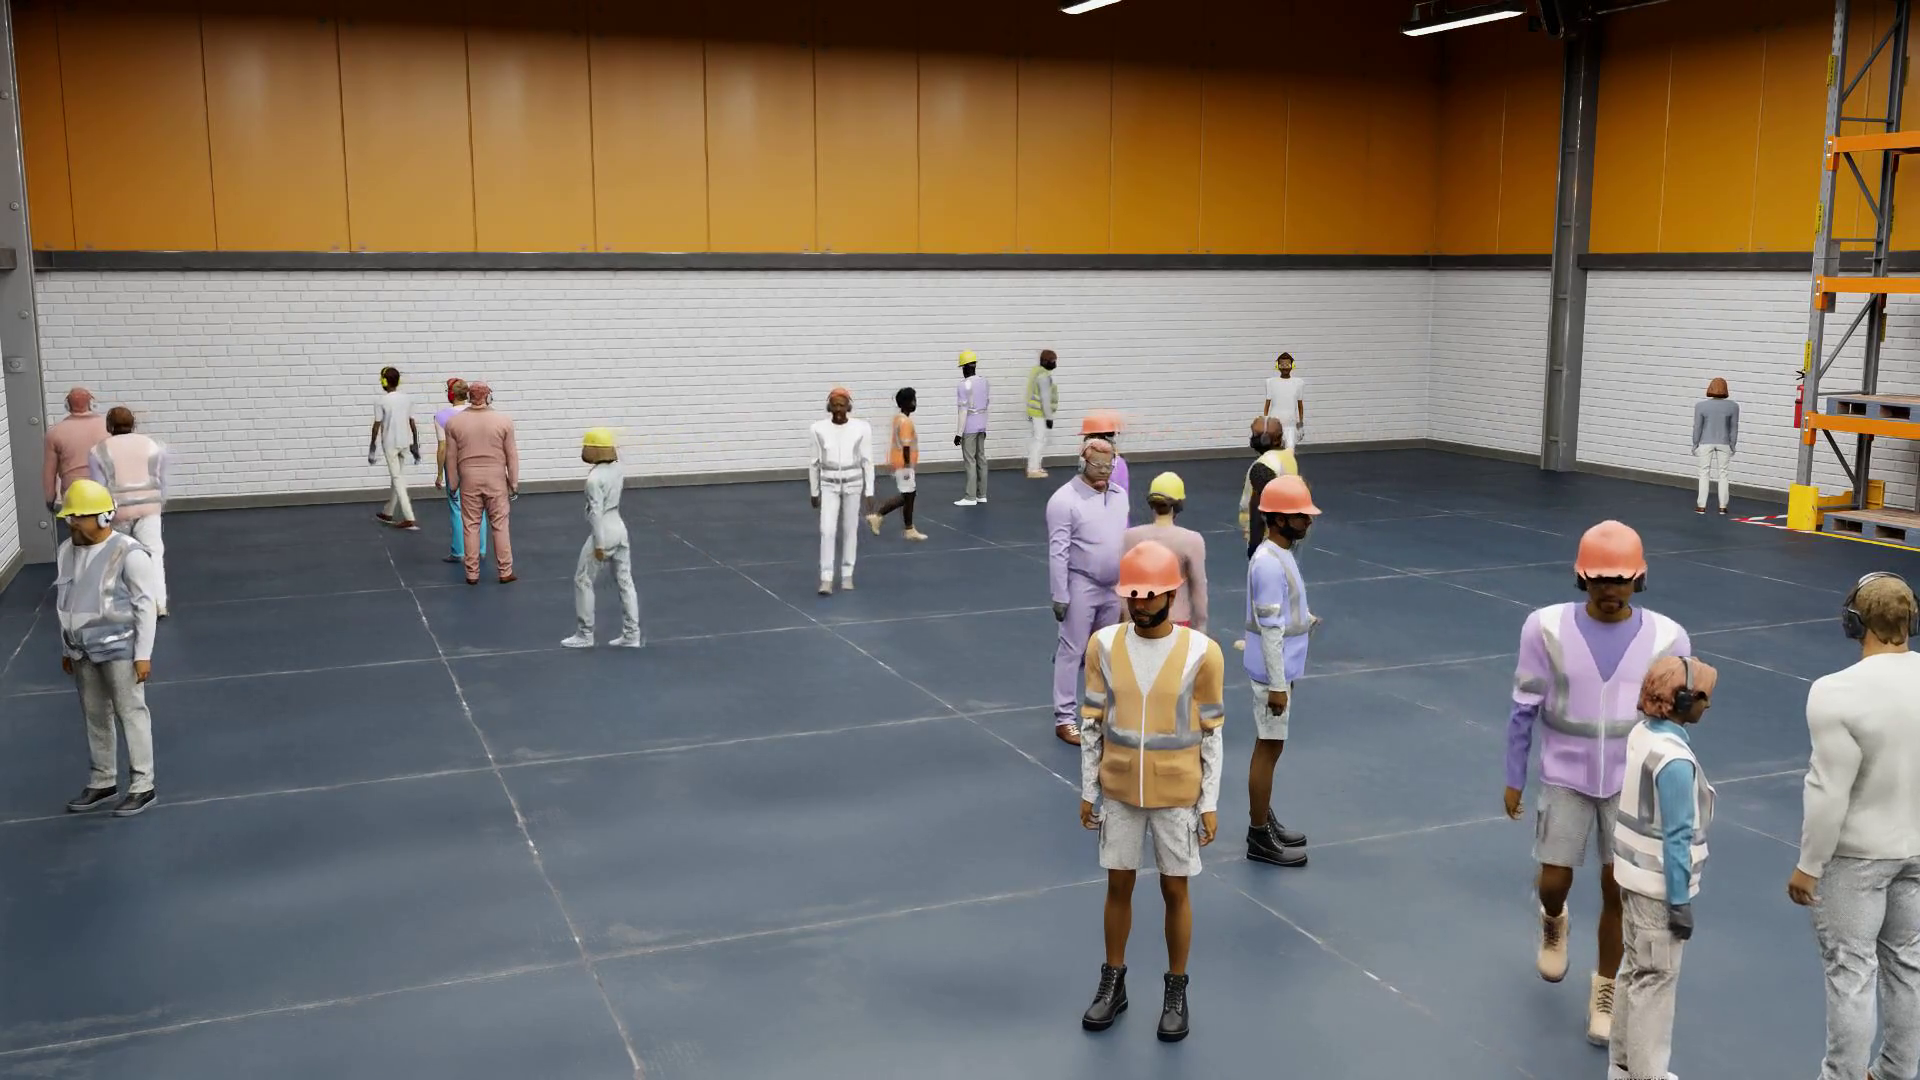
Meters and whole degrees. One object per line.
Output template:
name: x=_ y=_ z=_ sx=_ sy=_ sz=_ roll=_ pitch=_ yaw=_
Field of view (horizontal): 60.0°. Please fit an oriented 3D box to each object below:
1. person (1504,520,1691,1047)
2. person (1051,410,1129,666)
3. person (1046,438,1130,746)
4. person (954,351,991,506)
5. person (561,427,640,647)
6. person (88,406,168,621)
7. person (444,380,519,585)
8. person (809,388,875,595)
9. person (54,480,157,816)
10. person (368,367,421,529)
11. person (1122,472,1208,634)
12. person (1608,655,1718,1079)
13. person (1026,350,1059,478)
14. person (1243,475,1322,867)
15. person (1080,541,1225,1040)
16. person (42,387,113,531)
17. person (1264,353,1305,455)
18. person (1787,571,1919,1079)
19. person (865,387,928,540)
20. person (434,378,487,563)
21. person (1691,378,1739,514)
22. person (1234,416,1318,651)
person: x=2.447 y=0.901 z=6.424 sx=0.641 sy=2.021 sz=0.634 roll=3 pitch=10 yaw=20
person: x=0.967 y=0.004 z=12.191 sx=0.729 sy=1.909 sz=0.587 roll=5 pitch=11 yaw=28
person: x=0.837 y=0.313 z=10.367 sx=0.648 sy=1.900 sz=0.401 roll=-8 pitch=12 yaw=-40
person: x=0.132 y=-1.374 z=20.541 sx=0.382 sy=1.917 sz=0.585 roll=7 pitch=12 yaw=36
person: x=-2.806 y=-0.016 z=12.884 sx=0.711 sy=1.721 sz=0.484 roll=3 pitch=10 yaw=19
person: x=-6.927 y=-0.218 z=13.927 sx=0.612 sy=1.801 sz=0.956 roll=-7 pitch=11 yaw=-35
person: x=-4.436 y=-0.536 z=15.497 sx=0.651 sy=1.906 sz=0.401 roll=-1 pitch=9 yaw=-8
person: x=-1.069 y=-0.426 z=14.966 sx=0.600 sy=1.853 sz=0.824 roll=0 pitch=9 yaw=-2
person: x=-4.620 y=0.580 z=8.968 sx=0.600 sy=1.827 sz=0.404 roll=3 pitch=10 yaw=19
person: x=-6.461 y=-1.047 z=18.863 sx=0.910 sy=1.823 sz=0.547 roll=6 pitch=11 yaw=33
person: x=1.193 y=0.464 z=9.920 sx=0.534 sy=1.741 sz=0.725 roll=5 pitch=11 yaw=29
person: x=2.448 y=1.201 z=5.807 sx=0.337 sy=1.631 sz=0.518 roll=2 pitch=10 yaw=10
person: x=1.144 y=-1.745 z=23.149 sx=0.476 sy=1.805 sz=0.643 roll=0 pitch=9 yaw=1
person: x=1.594 y=0.639 z=8.284 sx=0.355 sy=1.938 sz=0.545 roll=2 pitch=10 yaw=12
person: x=0.719 y=0.957 z=6.355 sx=0.552 sy=1.935 sz=0.374 roll=3 pitch=10 yaw=19
person: x=-7.858 y=-0.429 z=14.922 sx=0.673 sy=1.872 sz=0.878 roll=-7 pitch=12 yaw=-38
person: x=4.104 y=-1.440 z=21.083 sx=0.531 sy=1.870 sz=0.316 roll=1 pitch=9 yaw=6
person: x=3.108 y=1.068 z=5.688 sx=0.629 sy=1.937 sz=0.379 roll=-3 pitch=10 yaw=-18
person: x=-0.678 y=-0.802 z=17.819 sx=0.608 sy=1.680 sz=0.532 roll=-1 pitch=9 yaw=-8
person: x=-4.956 y=-0.689 z=16.592 sx=0.386 sy=1.849 sz=0.568 roll=9 pitch=13 yaw=42
person: x=9.006 y=-1.121 z=19.865 sx=0.501 sy=1.633 sz=0.282 roll=3 pitch=10 yaw=16
person: x=2.389 y=-0.033 z=12.680 sx=0.532 sy=1.831 sz=0.629 roll=5 pitch=10 yaw=26
